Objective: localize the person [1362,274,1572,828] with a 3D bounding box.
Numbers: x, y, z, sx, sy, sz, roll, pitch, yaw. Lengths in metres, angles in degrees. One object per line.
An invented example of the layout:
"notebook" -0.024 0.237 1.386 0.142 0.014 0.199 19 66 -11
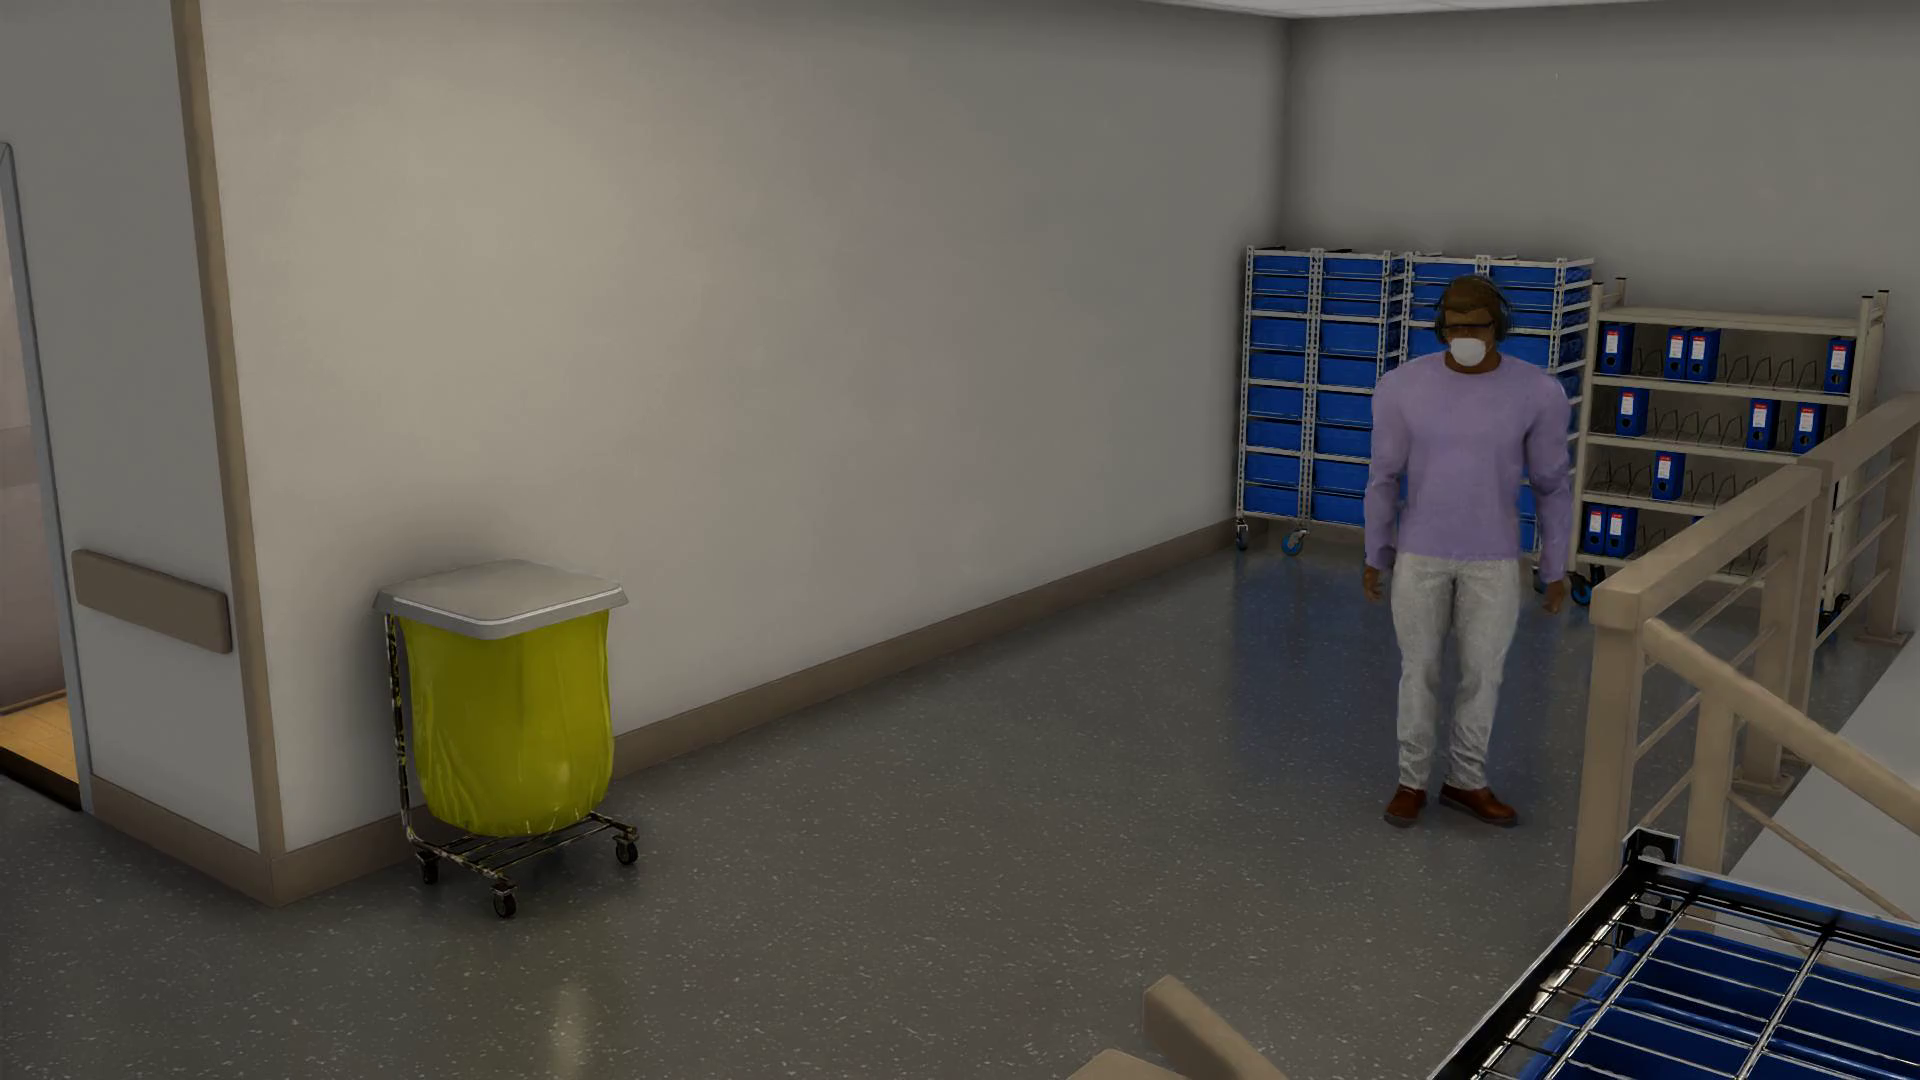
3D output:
"person" 1.699 0.069 5.619 0.663 1.923 0.404 4 14 18
